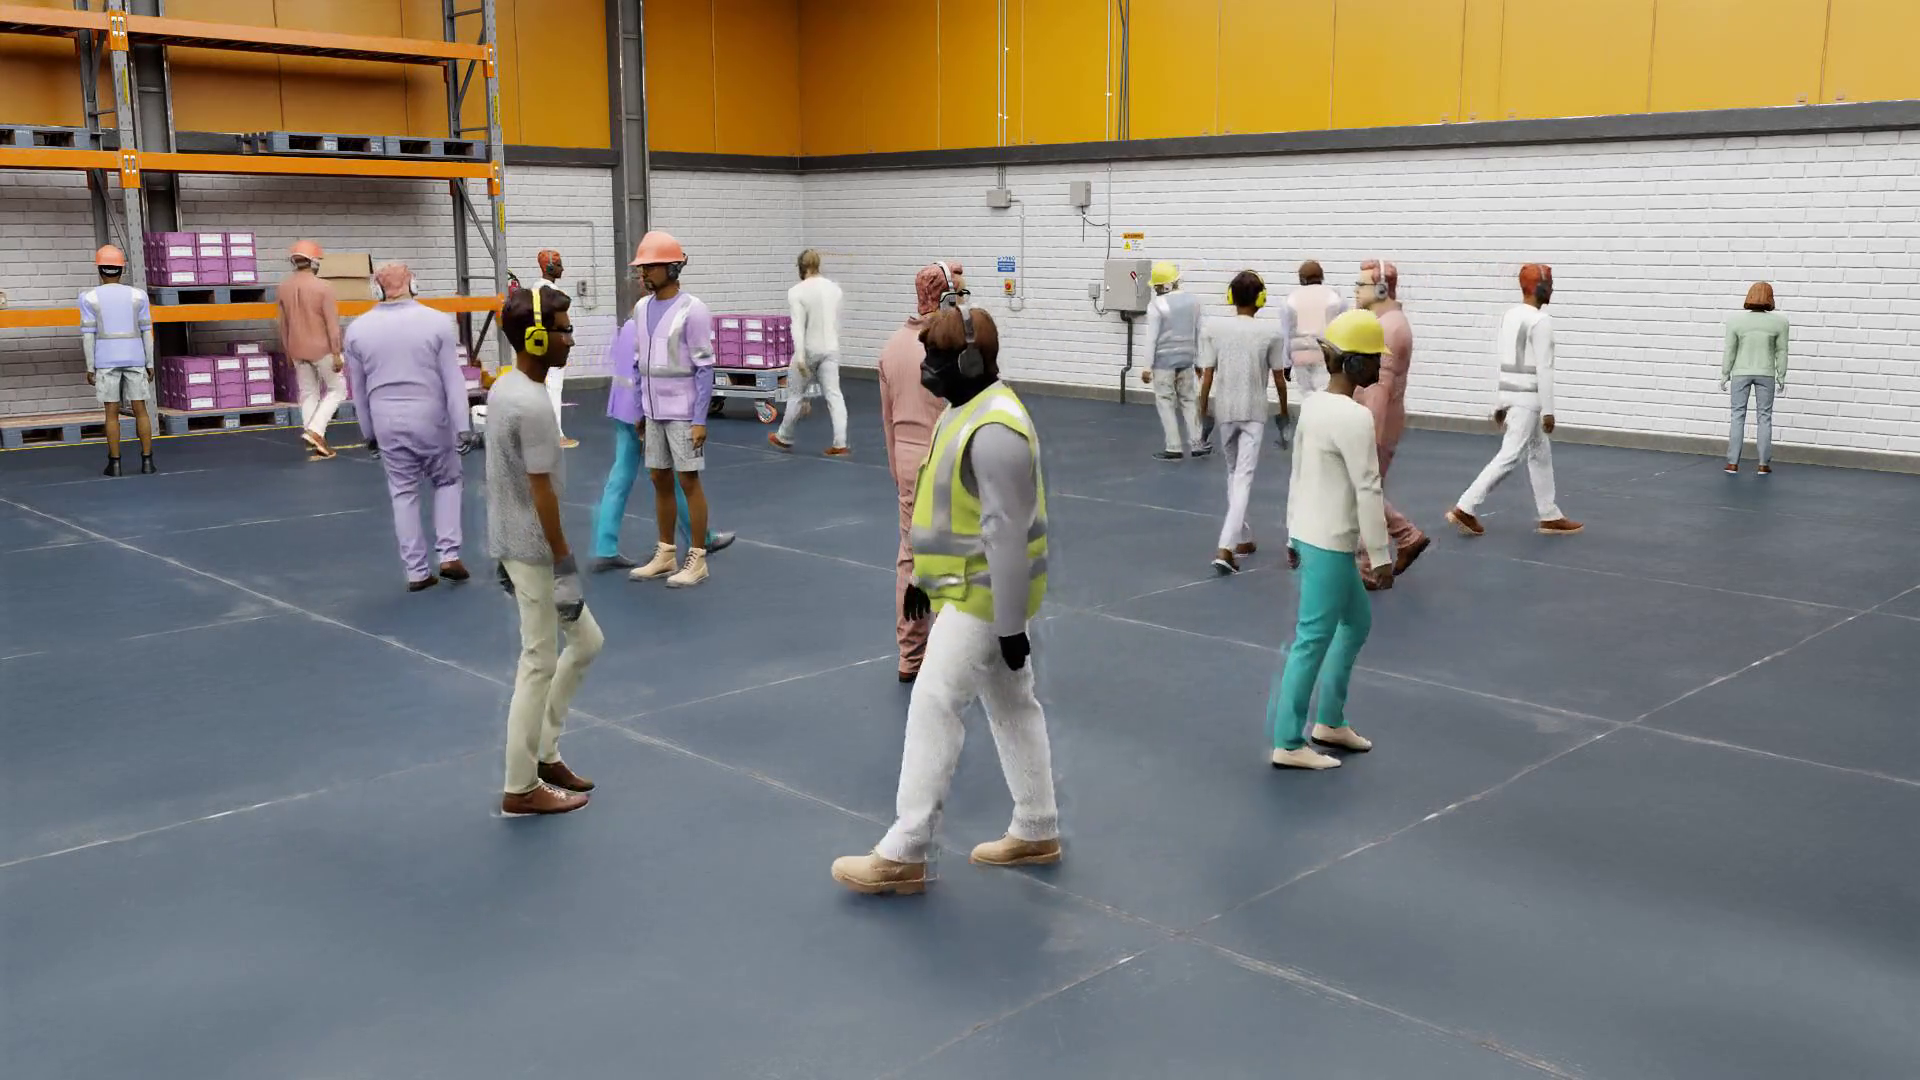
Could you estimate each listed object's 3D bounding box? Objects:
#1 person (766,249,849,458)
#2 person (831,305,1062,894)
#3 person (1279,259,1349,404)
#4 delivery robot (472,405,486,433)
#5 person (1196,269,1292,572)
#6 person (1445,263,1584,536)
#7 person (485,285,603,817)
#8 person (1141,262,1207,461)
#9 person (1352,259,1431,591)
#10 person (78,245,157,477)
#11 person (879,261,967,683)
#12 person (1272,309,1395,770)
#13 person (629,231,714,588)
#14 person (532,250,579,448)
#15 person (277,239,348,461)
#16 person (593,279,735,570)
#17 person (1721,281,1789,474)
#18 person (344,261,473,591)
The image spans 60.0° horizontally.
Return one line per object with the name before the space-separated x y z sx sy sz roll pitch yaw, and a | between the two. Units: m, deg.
person | -1.386 -1.709 15.277 0.640 1.886 1.013 -9 14 -42
person | -0.053 0.188 5.174 0.859 1.809 0.649 -1 10 -4
person | 3.191 -1.618 15.008 0.654 1.811 0.820 4 11 23
delivery robot | -4.273 -1.142 15.572 0.477 0.478 0.707 -9 14 -42
person | 1.730 -0.732 10.161 0.532 1.826 0.976 5 11 25
person | 3.747 -0.930 11.149 0.963 1.847 0.580 -1 10 -3
person | -1.417 0.053 5.762 0.492 1.851 0.566 -4 11 -21
person | 1.926 -1.590 14.925 0.719 1.790 0.405 -6 12 -31
person | 2.376 -0.636 9.418 0.512 1.891 0.649 1 10 8
person | -7.087 -1.502 14.018 0.545 1.939 0.354 -7 13 -35
person | -0.076 -0.271 7.391 0.408 1.909 0.638 -8 13 -36
person | 1.455 0.017 6.254 0.601 1.747 0.526 -1 10 -4
person | -1.683 -0.741 9.580 0.609 2.043 0.397 9 14 40
person | -3.909 -1.822 15.909 0.340 1.881 0.585 -7 12 -32
person | -5.796 -1.688 14.885 0.625 1.982 0.469 3 11 16
person | -1.850 -0.719 10.159 0.984 1.776 0.552 -9 14 -40
person | 6.749 -1.374 14.148 0.507 1.632 0.268 4 11 22
person | -3.115 -0.647 9.535 0.701 1.876 0.491 0 10 0
